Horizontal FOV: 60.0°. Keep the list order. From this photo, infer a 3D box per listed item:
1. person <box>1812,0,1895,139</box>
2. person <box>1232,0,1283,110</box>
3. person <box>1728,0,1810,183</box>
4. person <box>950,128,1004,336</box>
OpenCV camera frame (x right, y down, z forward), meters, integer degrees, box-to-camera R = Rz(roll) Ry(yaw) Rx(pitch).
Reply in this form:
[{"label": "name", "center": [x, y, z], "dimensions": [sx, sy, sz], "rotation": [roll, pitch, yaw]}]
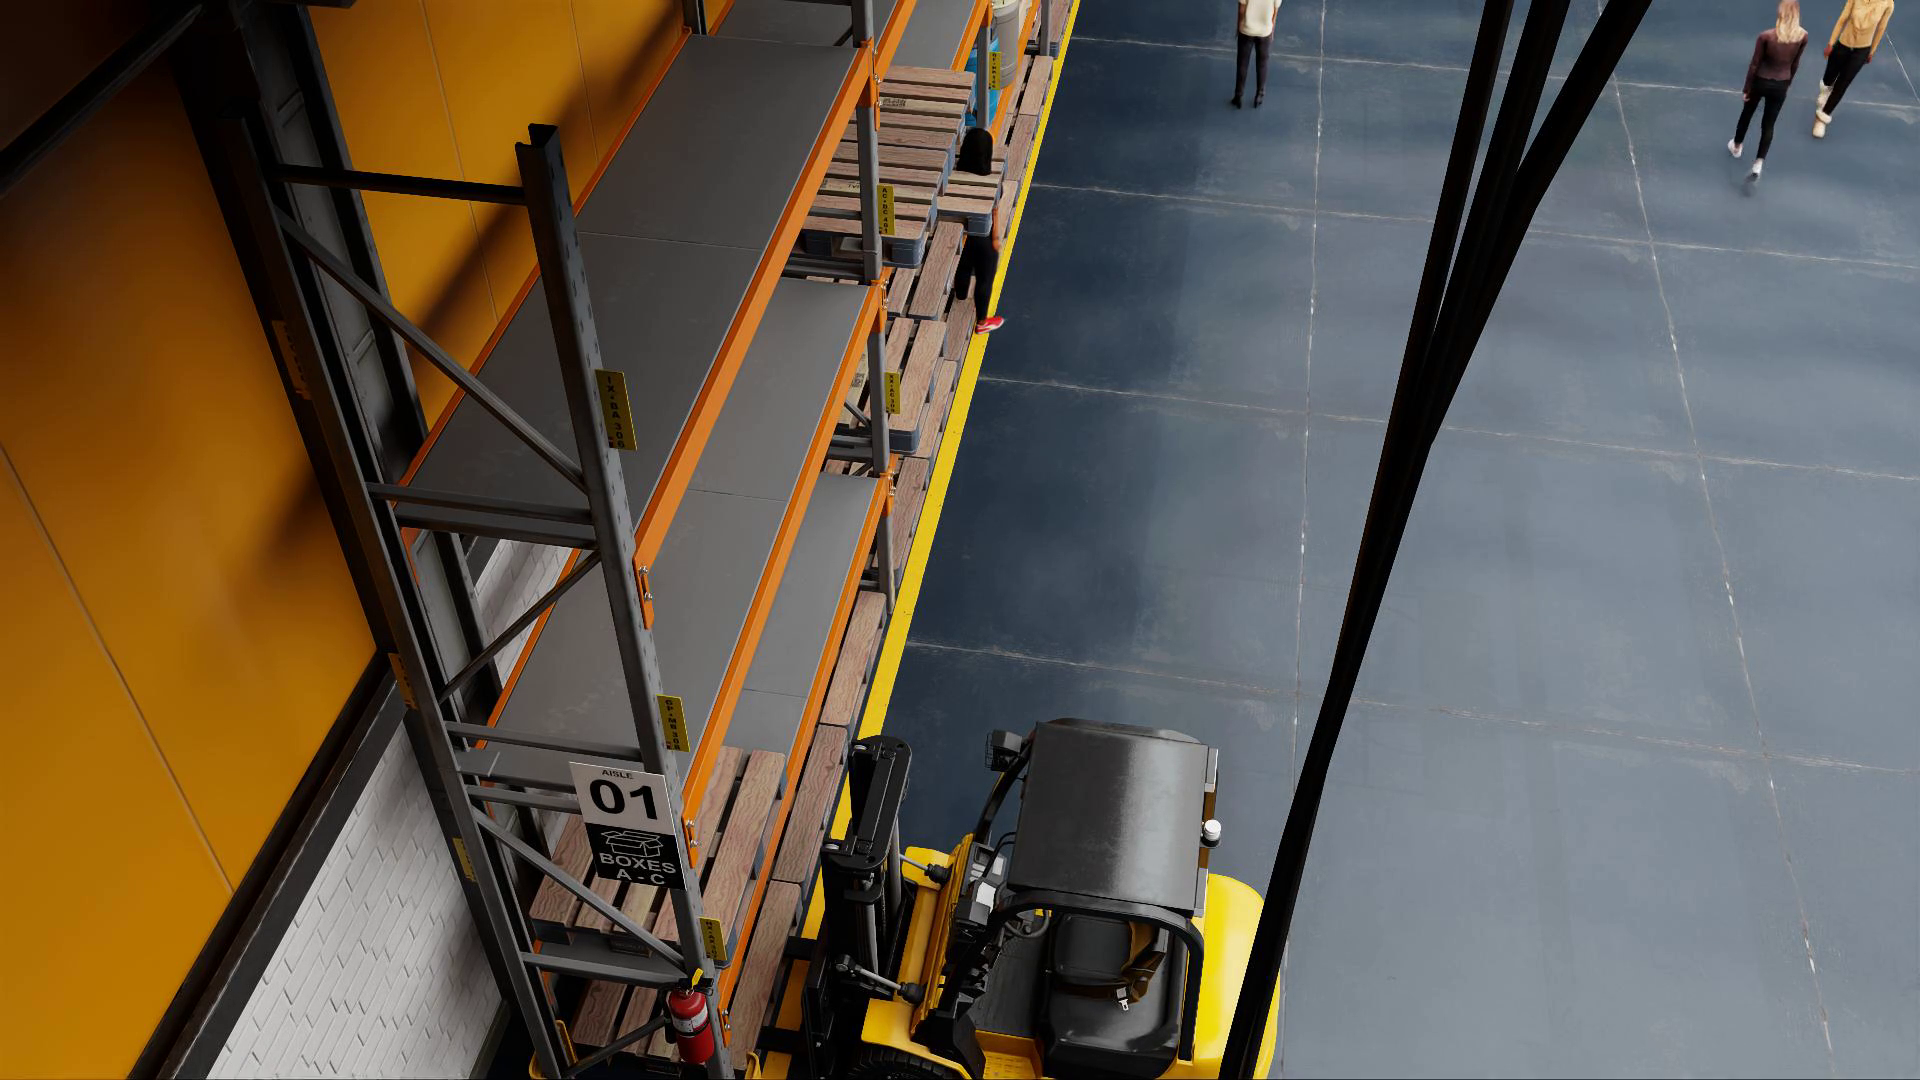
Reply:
[{"label": "person", "center": [8.596, -4.757, 16.026], "dimensions": [0.855, 1.626, 1.134], "rotation": [23, 48, 23]}, {"label": "person", "center": [2.894, -4.981, 16.288], "dimensions": [0.618, 1.589, 0.518], "rotation": [2, 44, 2]}, {"label": "person", "center": [7.466, -4.120, 15.327], "dimensions": [0.624, 1.668, 1.087], "rotation": [9, 44, 9]}, {"label": "person", "center": [0.123, -2.518, 13.538], "dimensions": [0.808, 1.816, 0.770], "rotation": [-32, 52, -29]}]
